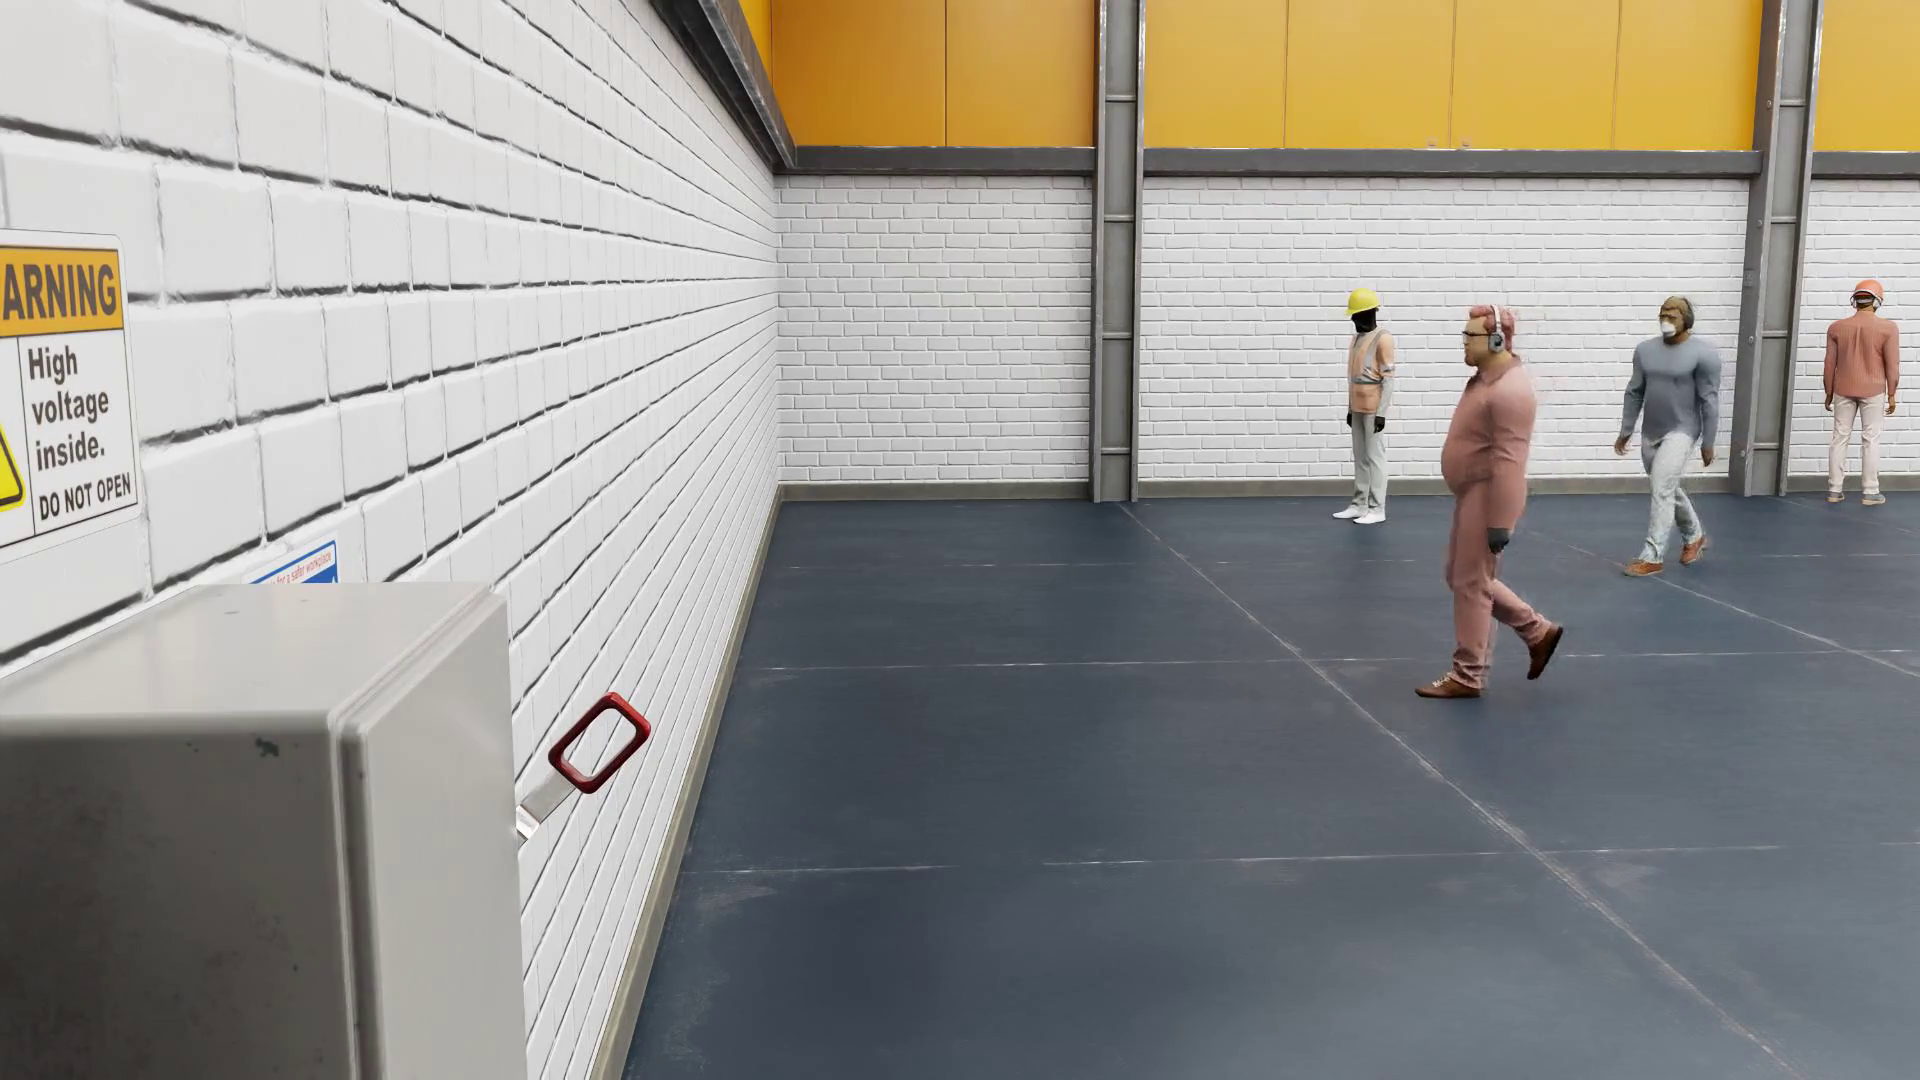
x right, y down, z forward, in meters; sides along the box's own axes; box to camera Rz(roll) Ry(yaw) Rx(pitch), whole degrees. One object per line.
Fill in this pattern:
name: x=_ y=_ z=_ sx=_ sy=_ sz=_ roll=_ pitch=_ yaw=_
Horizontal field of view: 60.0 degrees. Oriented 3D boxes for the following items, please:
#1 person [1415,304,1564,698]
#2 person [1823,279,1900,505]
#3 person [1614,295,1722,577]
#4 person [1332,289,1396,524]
person: x=2.546 y=-0.172 z=7.905 sx=0.626 sy=1.889 sz=0.660 roll=1 pitch=9 yaw=8
person: x=7.985 y=-1.308 z=14.744 sx=0.611 sy=1.985 sz=0.393 roll=9 pitch=13 yaw=43
person: x=4.888 y=-0.719 z=11.334 sx=0.961 sy=1.906 sz=0.635 roll=-5 pitch=10 yaw=-27
person: x=3.306 y=-1.084 z=13.561 sx=0.399 sy=1.914 sz=0.589 roll=-2 pitch=9 yaw=-14
